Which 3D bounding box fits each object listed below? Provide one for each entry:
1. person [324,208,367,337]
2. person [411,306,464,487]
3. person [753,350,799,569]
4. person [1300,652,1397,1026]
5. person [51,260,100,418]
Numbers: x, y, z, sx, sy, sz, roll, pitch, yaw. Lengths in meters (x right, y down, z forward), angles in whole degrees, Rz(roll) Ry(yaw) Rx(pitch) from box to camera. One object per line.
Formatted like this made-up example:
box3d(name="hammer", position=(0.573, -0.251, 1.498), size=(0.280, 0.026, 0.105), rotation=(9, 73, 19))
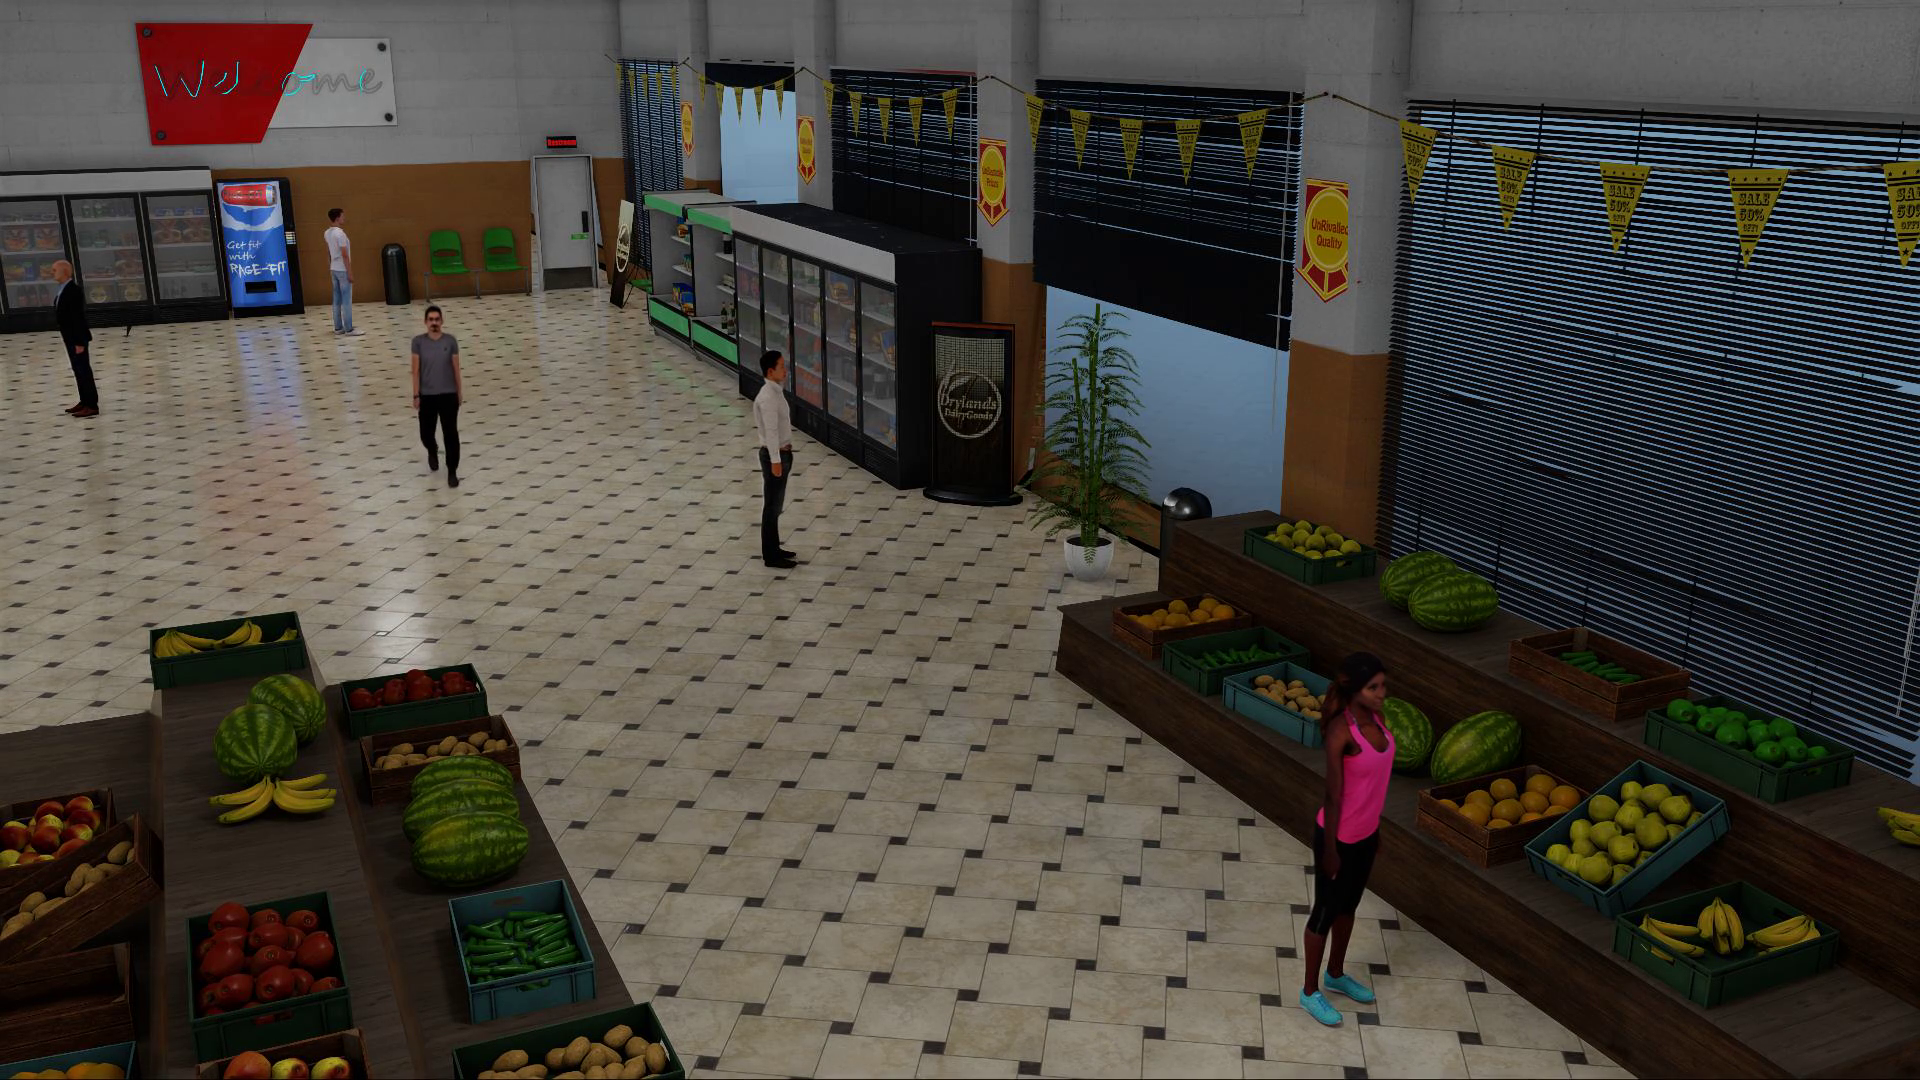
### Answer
box3d(name="person", position=(-9.112, -3.944, 24.469), size=(0.632, 1.851, 0.790), rotation=(14, 22, 39))
box3d(name="person", position=(-5.157, -1.434, 16.396), size=(0.685, 1.740, 0.984), rotation=(-6, 18, -19))
box3d(name="person", position=(-1.543, -0.682, 13.796), size=(0.798, 1.810, 0.628), rotation=(-1, 17, -4))
box3d(name="person", position=(1.727, 1.303, 7.411), size=(0.610, 1.723, 0.621), rotation=(-14, 22, -39))
box3d(name="person", position=(-10.262, -2.349, 19.305), size=(0.789, 1.800, 0.607), rotation=(-13, 21, -37))
